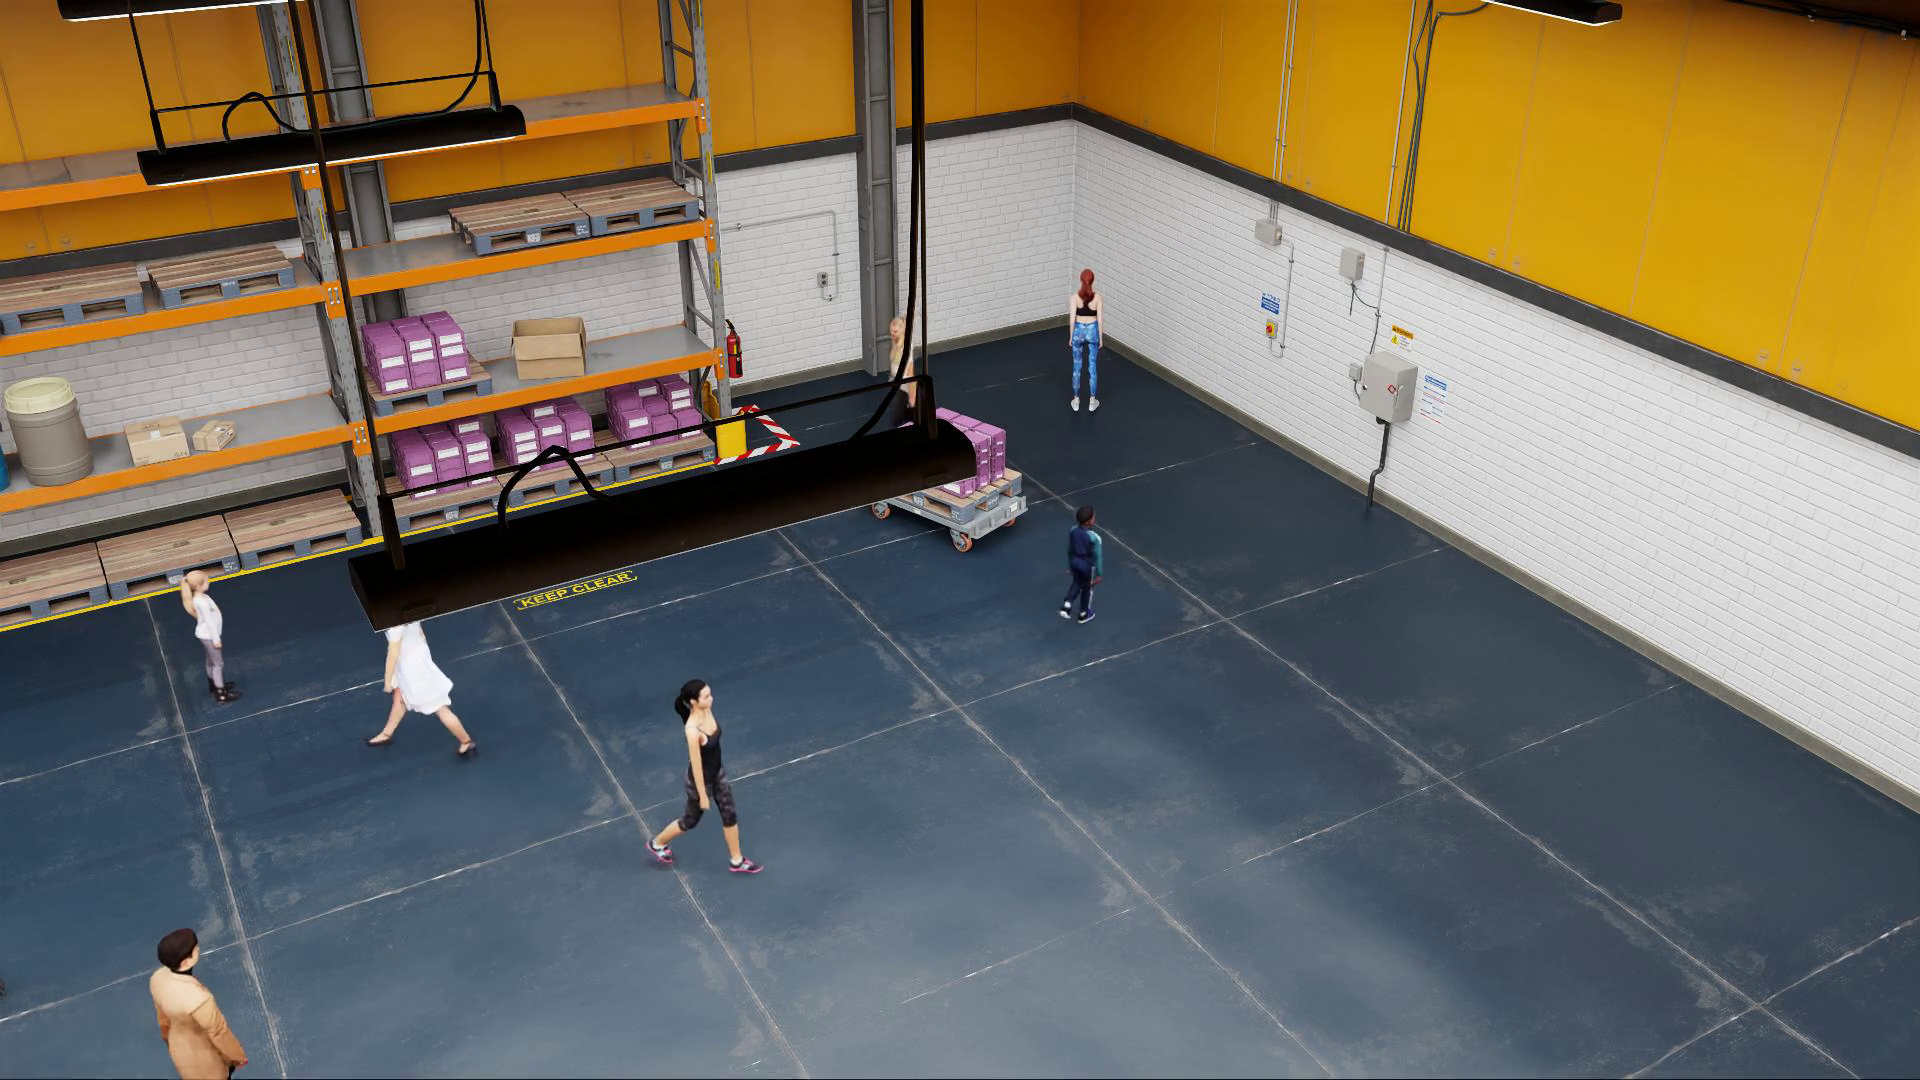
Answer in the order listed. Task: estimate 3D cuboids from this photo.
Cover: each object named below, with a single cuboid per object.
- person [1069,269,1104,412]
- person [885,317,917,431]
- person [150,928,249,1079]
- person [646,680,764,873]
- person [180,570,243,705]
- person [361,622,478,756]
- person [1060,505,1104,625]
[{"bbox_3d":[1.516,-2.415,20.052,0.679,1.788,0.748,3,29,5],"label":"person"},{"bbox_3d":[-0.547,-1.671,18.678,0.959,1.798,0.836,-5,29,-9],"label":"person"},{"bbox_3d":[-4.663,3.105,10.010,0.750,1.714,0.805,23,36,35],"label":"person"},{"bbox_3d":[-2.000,1.802,12.425,1.165,1.689,1.046,5,29,9],"label":"person"},{"bbox_3d":[-6.613,0.838,14.621,0.507,1.277,0.492,-19,34,-30],"label":"person"},{"bbox_3d":[-4.355,1.129,13.598,1.278,1.746,1.086,3,29,6],"label":"person"},{"bbox_3d":[1.133,0.256,15.721,0.588,1.246,0.688,24,37,37],"label":"person"}]
